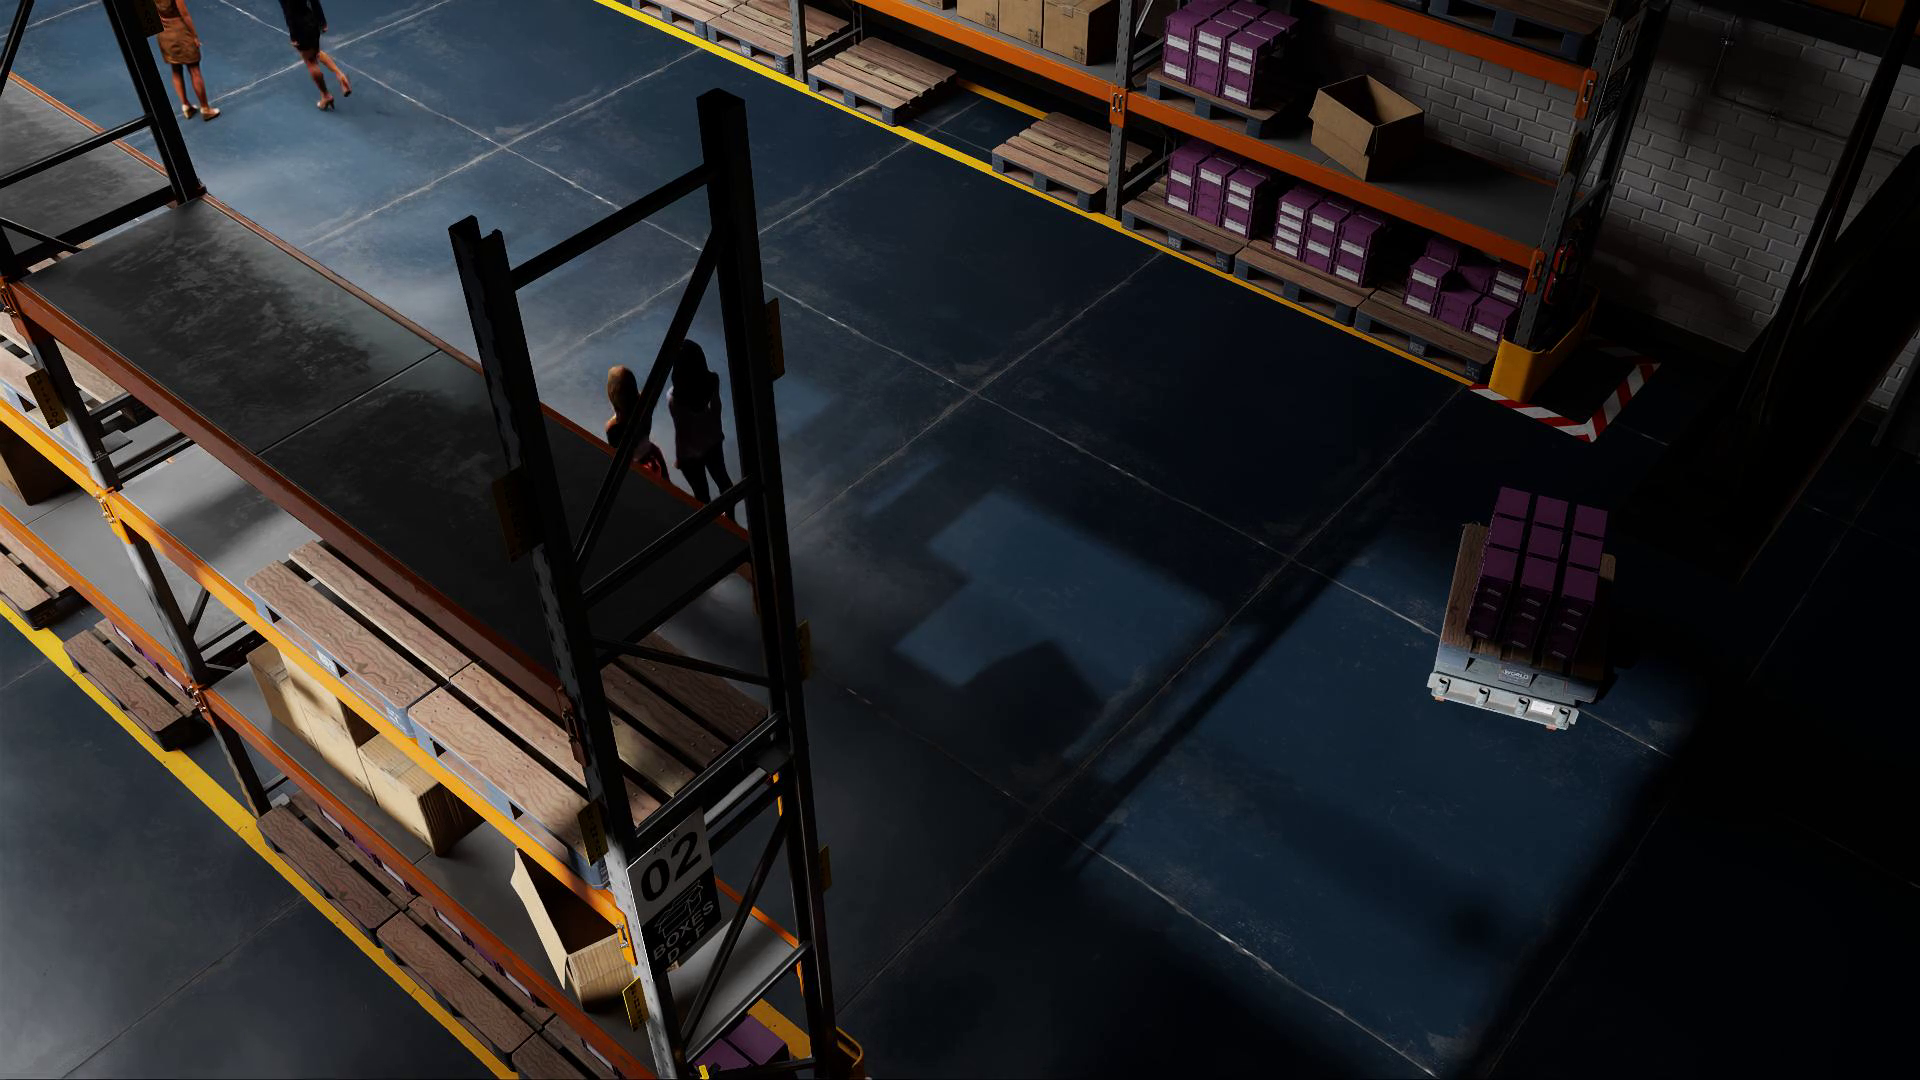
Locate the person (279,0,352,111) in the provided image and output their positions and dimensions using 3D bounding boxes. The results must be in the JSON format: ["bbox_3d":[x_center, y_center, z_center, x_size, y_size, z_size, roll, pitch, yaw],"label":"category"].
[{"bbox_3d":[-6.329,-4.964,16.296,0.806,1.627,0.721,11,45,11],"label":"person"}]

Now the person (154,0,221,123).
[{"bbox_3d":[-7.628,-4.886,16.172,0.588,1.684,0.699,9,44,9],"label":"person"}]

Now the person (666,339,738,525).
[{"bbox_3d":[-1.826,-0.679,11.720,0.509,1.734,0.596,29,51,27],"label":"person"}]

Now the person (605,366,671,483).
[{"bbox_3d":[-2.108,-0.405,11.396,0.811,1.784,0.665,22,48,22],"label":"person"}]
